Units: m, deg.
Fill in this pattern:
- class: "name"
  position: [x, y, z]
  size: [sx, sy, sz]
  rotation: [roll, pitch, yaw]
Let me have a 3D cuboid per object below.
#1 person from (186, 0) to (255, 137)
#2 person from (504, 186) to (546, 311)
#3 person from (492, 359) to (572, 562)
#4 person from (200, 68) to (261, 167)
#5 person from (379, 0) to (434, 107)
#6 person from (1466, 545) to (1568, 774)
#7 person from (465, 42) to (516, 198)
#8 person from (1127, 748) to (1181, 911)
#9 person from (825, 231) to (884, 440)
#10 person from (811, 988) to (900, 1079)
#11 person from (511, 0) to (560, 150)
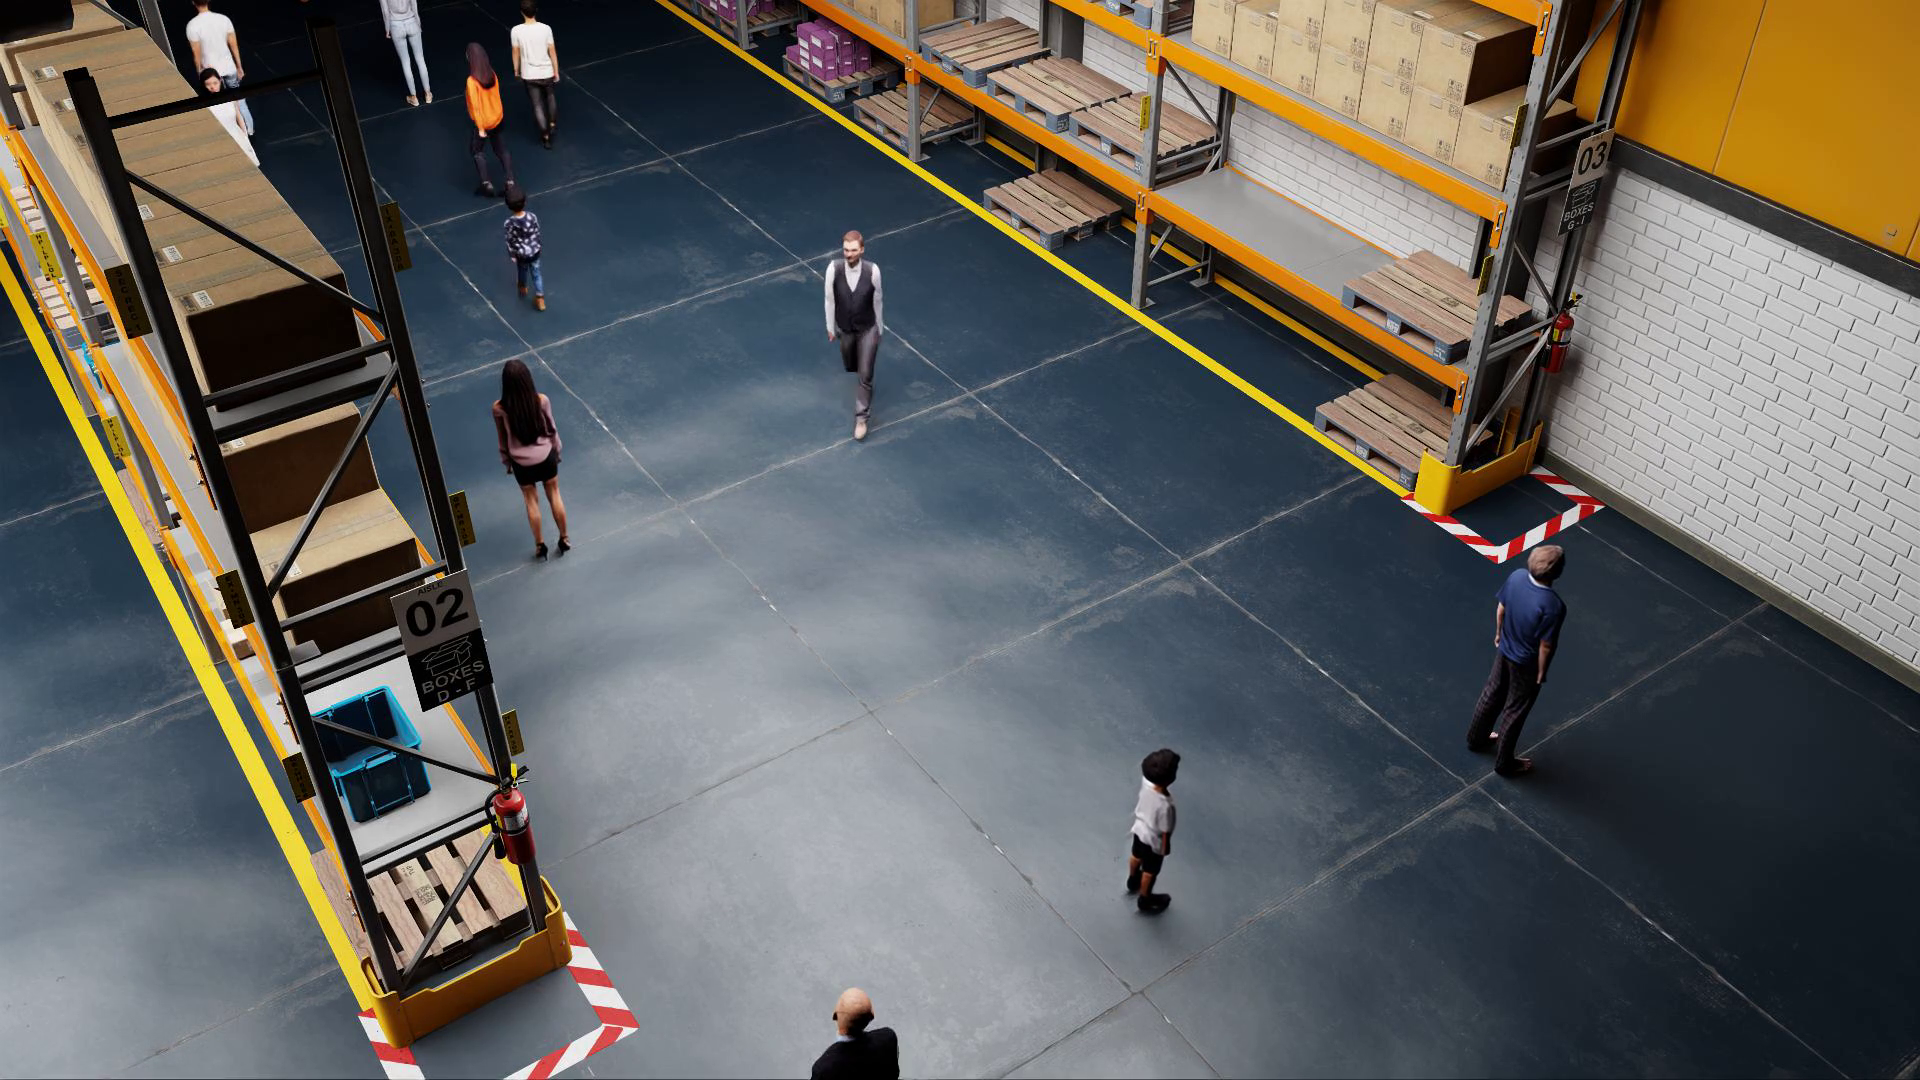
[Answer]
- class: "person"
  position: [-8.352, -5.318, 18.826]
  size: [0.699, 1.853, 0.734]
  rotation: [29, 47, 31]
- class: "person"
  position: [-4.215, -2.813, 16.198]
  size: [0.595, 1.220, 0.842]
  rotation: [-15, 41, -18]
- class: "person"
  position: [-3.324, -0.612, 12.968]
  size: [0.680, 1.810, 0.620]
  rotation: [-13, 40, -15]
- class: "person"
  position: [-7.592, -4.059, 17.314]
  size: [0.631, 1.774, 0.611]
  rotation: [-24, 44, -27]
- class: "person"
  position: [-6.618, -6.074, 19.818]
  size: [0.604, 1.796, 0.529]
  rotation: [-20, 43, -23]
- class: "person"
  position: [3.773, 0.779, 11.178]
  size: [0.754, 1.871, 0.540]
  rotation: [-17, 42, -20]
- class: "person"
  position: [-4.981, -4.461, 17.849]
  size: [0.856, 1.733, 0.794]
  rotation: [14, 41, 16]
- class: "person"
  position: [1.198, 1.801, 10.393]
  size: [0.590, 1.253, 0.468]
  rotation: [-14, 41, -16]
- class: "person"
  position: [-0.881, -1.889, 14.492]
  size: [1.095, 1.904, 1.205]
  rotation: [2, 39, 2]
- class: "person"
  position: [-0.477, 3.028, 8.458]
  size: [0.770, 1.750, 1.179]
  rotation: [-22, 43, -25]
- class: "person"
  position: [-4.796, -5.289, 18.913]
  size: [0.749, 1.699, 0.890]
  rotation: [-15, 41, -18]
